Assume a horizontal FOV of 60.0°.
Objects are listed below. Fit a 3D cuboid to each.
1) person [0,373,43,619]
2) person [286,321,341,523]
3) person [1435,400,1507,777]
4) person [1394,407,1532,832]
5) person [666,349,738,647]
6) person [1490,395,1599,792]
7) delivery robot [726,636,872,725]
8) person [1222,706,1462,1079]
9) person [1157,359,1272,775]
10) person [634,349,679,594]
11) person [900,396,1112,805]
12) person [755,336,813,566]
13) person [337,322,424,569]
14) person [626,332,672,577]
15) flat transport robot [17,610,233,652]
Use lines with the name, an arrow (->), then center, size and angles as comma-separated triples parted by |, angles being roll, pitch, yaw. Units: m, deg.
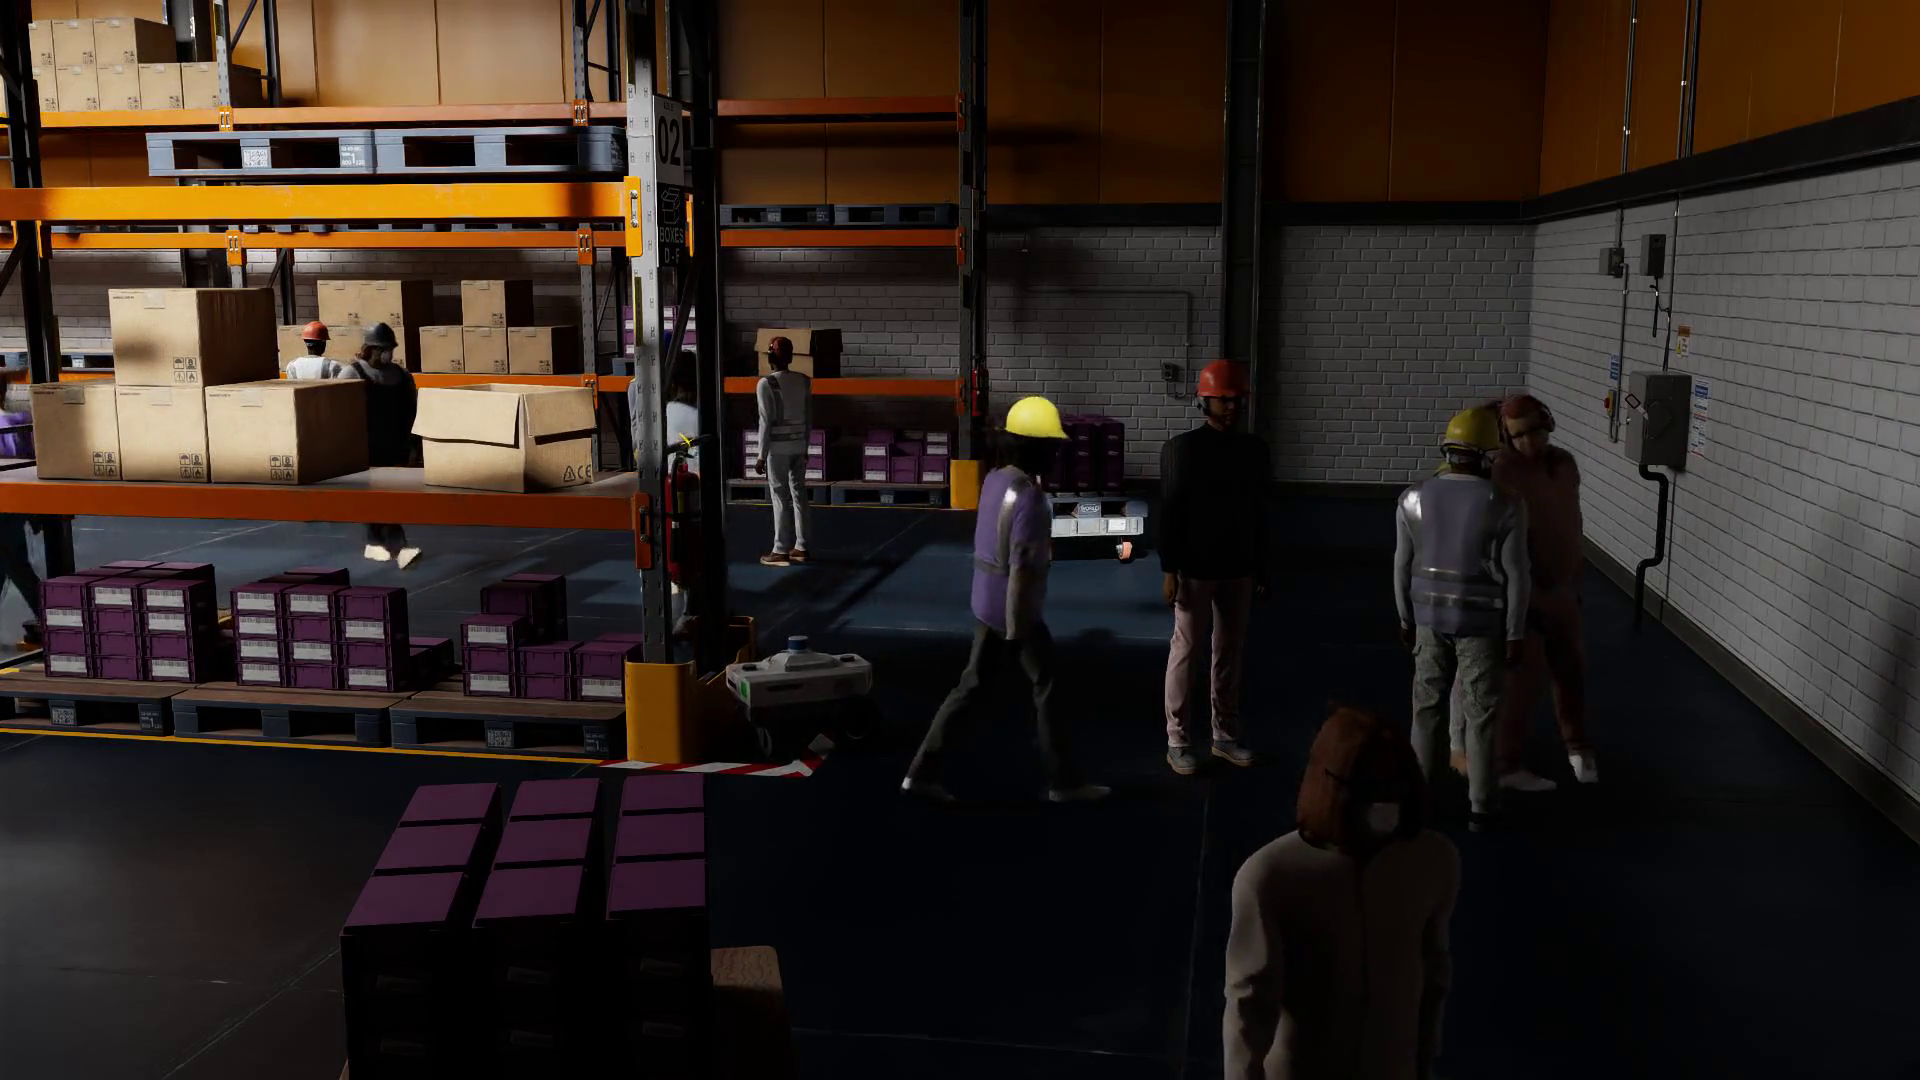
person -> -6.144, -0.187, 10.611 | 0.881, 1.800, 0.588 | -1, 9, -6
person -> -6.155, -1.127, 15.996 | 0.548, 1.937, 0.358 | 1, 9, 6
person -> 2.540, 0.233, 7.977 | 0.627, 1.813, 0.547 | -4, 10, -21
person -> 2.178, 0.340, 7.216 | 0.591, 1.834, 0.404 | 7, 12, 39
person -> -1.692, -0.244, 10.539 | 0.572, 1.927, 0.649 | 4, 10, 24
person -> 2.703, 0.249, 7.752 | 0.746, 1.854, 0.422 | -6, 11, -34
delivery robot -> -0.820, 0.730, 8.459 | 0.707, 0.478, 0.477 | -3, 10, -21
person -> 0.746, 1.094, 3.309 | 0.517, 1.581, 0.870 | -2, 9, -12
person -> 1.239, 0.126, 8.040 | 0.610, 1.996, 0.379 | -4, 10, -23
person -> -2.225, -0.517, 12.511 | 0.429, 1.845, 0.621 | 2, 9, 12
person -> 0.185, 0.298, 7.416 | 0.968, 1.876, 0.604 | -4, 10, -22
person -> -1.450, -0.728, 13.691 | 0.360, 1.883, 0.574 | 8, 12, 41
person -> -4.658, -0.788, 13.575 | 1.006, 2.000, 0.694 | 7, 11, 36
person -> -2.352, -0.665, 13.108 | 0.397, 1.944, 0.602 | 5, 10, 28
flat transport robot -> -5.131, 0.578, 10.570 | 1.431, 0.197, 0.652 | 1, 9, 10
